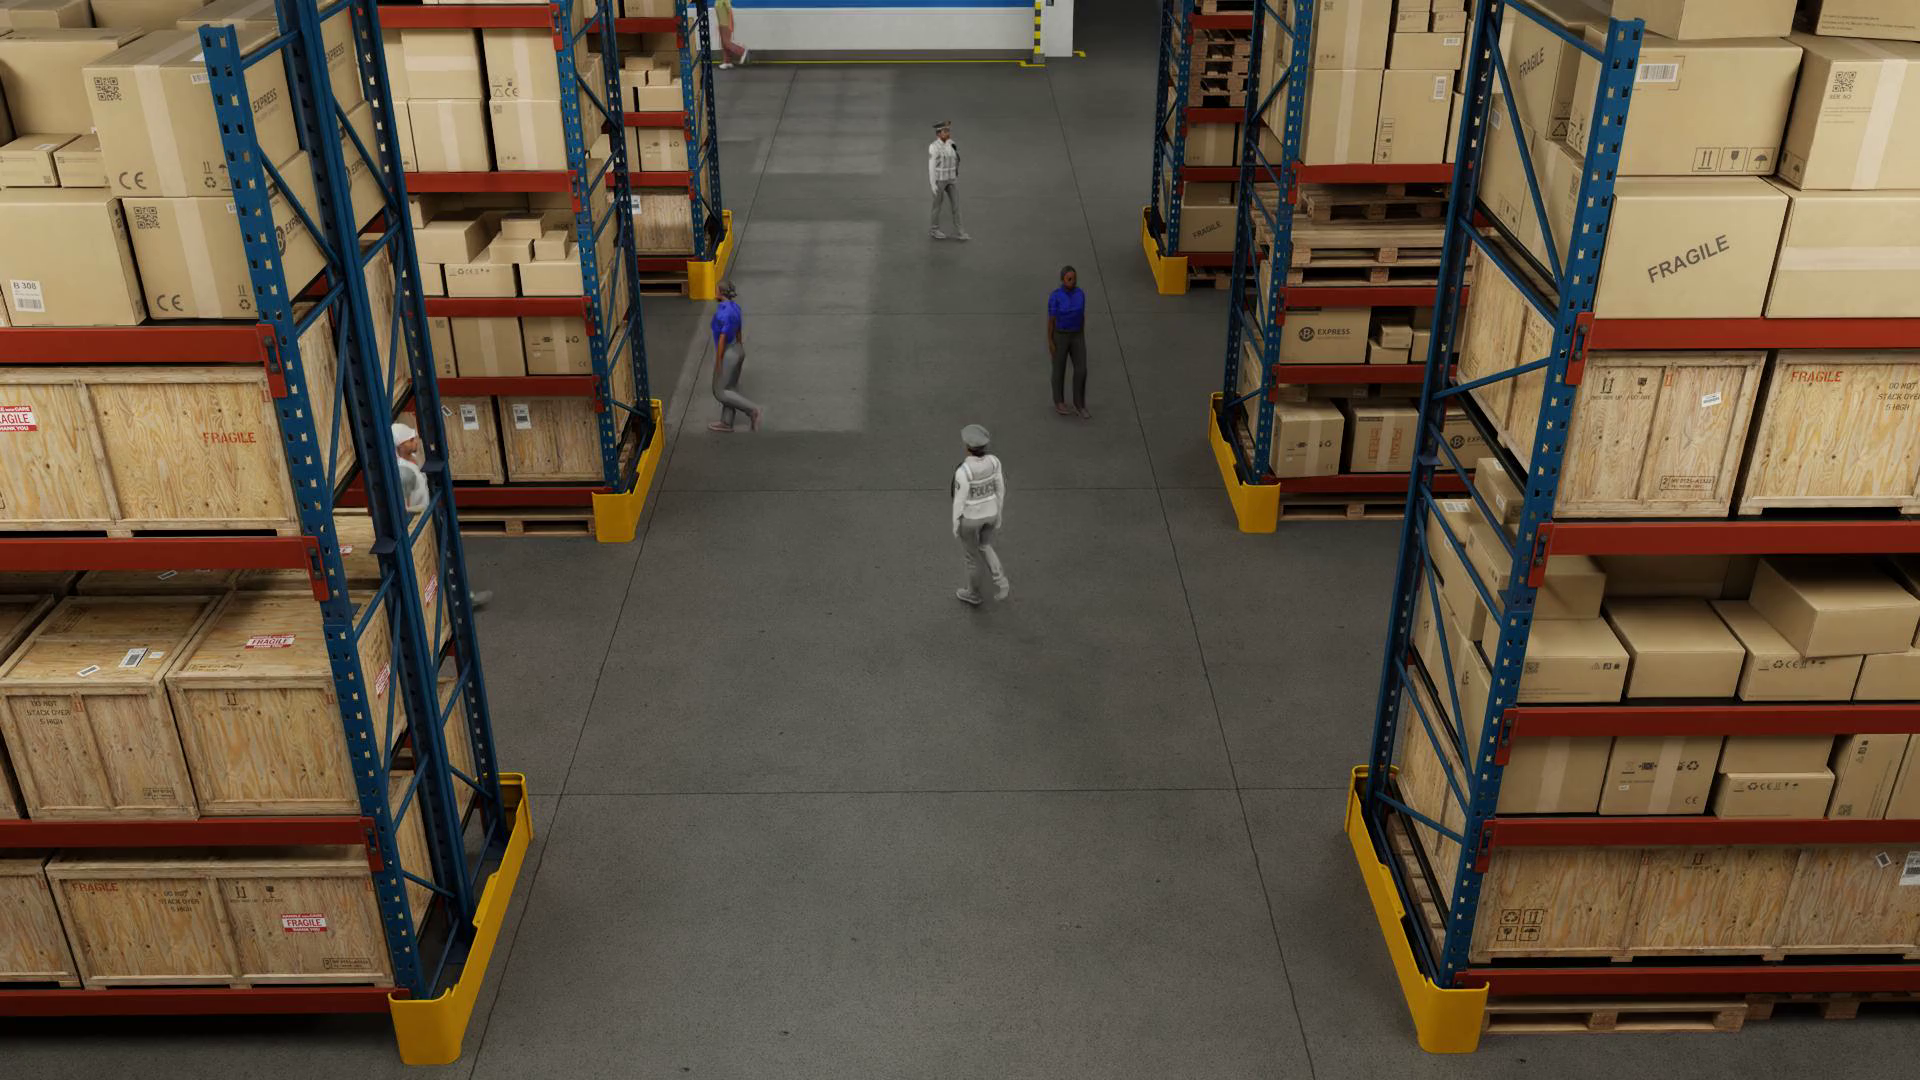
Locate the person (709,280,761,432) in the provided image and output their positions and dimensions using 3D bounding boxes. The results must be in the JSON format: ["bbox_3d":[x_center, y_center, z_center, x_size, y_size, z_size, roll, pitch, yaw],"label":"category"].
[{"bbox_3d":[-2.384,-1.926,17.604,0.659,1.627,0.504,7,29,13],"label":"person"}]

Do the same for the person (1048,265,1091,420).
[{"bbox_3d":[1.179,-2.119,17.972,0.466,1.681,0.481,-10,30,-17],"label":"person"}]

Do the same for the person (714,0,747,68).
[{"bbox_3d":[-4.574,-10.230,33.026,0.572,1.663,0.462,-19,34,-31],"label":"person"}]

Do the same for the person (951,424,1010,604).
[{"bbox_3d":[0.186,-0.179,14.293,0.493,1.691,0.542,-19,33,-31],"label":"person"}]

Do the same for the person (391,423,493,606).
[{"bbox_3d":[-4.517,-0.209,14.256,0.779,1.775,0.569,-9,29,-16],"label":"person"}]

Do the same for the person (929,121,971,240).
[{"bbox_3d":[-0.153,-5.018,23.308,0.502,1.683,0.706,-18,33,-30],"label":"person"}]
